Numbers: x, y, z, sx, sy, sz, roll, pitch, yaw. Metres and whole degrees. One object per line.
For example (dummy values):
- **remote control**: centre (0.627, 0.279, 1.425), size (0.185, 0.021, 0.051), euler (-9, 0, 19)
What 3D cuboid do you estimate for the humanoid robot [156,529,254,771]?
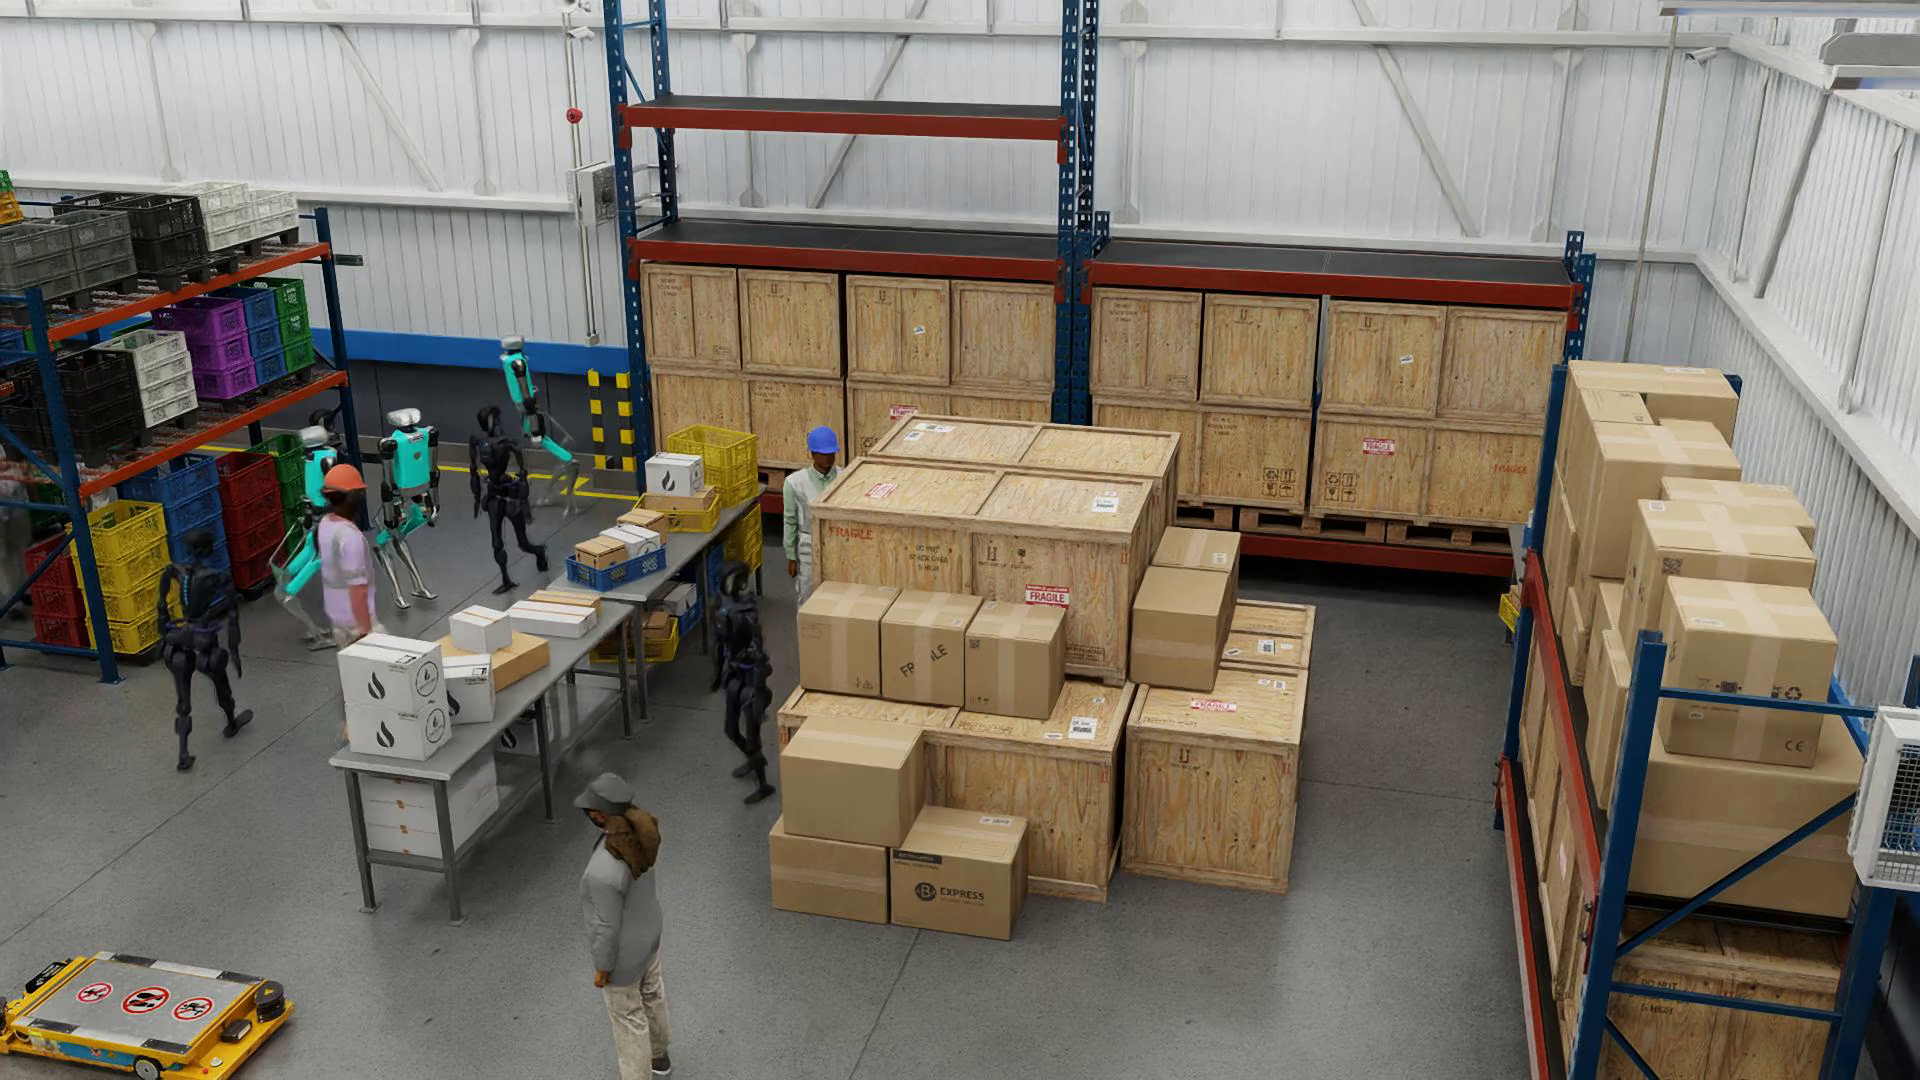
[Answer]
- **humanoid robot**: centre (-5.177, 0.704, 11.293), size (0.633, 1.616, 0.766), euler (2, 21, 5)

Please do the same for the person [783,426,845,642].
- **person**: centre (-1.025, 0.084, 12.471), size (0.604, 1.951, 0.381), euler (-8, 22, -21)

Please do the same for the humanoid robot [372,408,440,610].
- **humanoid robot**: centre (-4.603, -0.289, 13.625), size (0.739, 1.698, 0.534), euler (15, 25, 33)

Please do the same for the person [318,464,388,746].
- **person**: centre (-4.127, 0.479, 11.368), size (0.502, 2.010, 0.656), euler (-18, 27, -39)

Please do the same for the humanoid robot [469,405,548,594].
- **humanoid robot**: centre (-3.832, -0.402, 14.145), size (0.595, 1.631, 0.623), euler (8, 22, 19)

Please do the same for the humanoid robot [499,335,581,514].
- **humanoid robot**: centre (-3.921, -1.105, 15.912), size (0.801, 1.791, 0.530), euler (-10, 23, -25)

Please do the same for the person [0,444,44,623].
- **person**: centre (-7.792, -0.243, 13.505), size (0.404, 1.835, 0.602), euler (13, 25, 31)

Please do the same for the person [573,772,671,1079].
- **person**: centre (-1.594, 1.910, 7.947), size (0.402, 1.767, 0.572), euler (4, 21, 10)

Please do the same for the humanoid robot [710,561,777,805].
- **humanoid robot**: centre (-1.372, 0.889, 10.762), size (0.398, 1.646, 0.602), euler (-16, 26, -35)

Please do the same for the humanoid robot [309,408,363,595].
- **humanoid robot**: centre (-5.181, -0.295, 13.824), size (0.599, 1.657, 0.315), euler (12, 24, 28)

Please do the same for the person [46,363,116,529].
- **person**: centre (-7.585, -0.642, 14.466), size (0.579, 1.882, 0.352), euler (7, 22, 17)

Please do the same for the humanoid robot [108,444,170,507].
- **humanoid robot**: centre (-7.067, -0.605, 14.525), size (0.750, 1.744, 0.531), euler (-16, 26, -36)

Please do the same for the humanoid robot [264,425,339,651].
- **humanoid robot**: centre (-5.115, 0.004, 12.887), size (0.726, 1.728, 0.530), euler (-16, 26, -35)

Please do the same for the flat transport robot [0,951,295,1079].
- **flat transport robot**: centre (-4.270, 2.464, 8.601), size (1.431, 0.231, 0.659), euler (5, 22, 13)
